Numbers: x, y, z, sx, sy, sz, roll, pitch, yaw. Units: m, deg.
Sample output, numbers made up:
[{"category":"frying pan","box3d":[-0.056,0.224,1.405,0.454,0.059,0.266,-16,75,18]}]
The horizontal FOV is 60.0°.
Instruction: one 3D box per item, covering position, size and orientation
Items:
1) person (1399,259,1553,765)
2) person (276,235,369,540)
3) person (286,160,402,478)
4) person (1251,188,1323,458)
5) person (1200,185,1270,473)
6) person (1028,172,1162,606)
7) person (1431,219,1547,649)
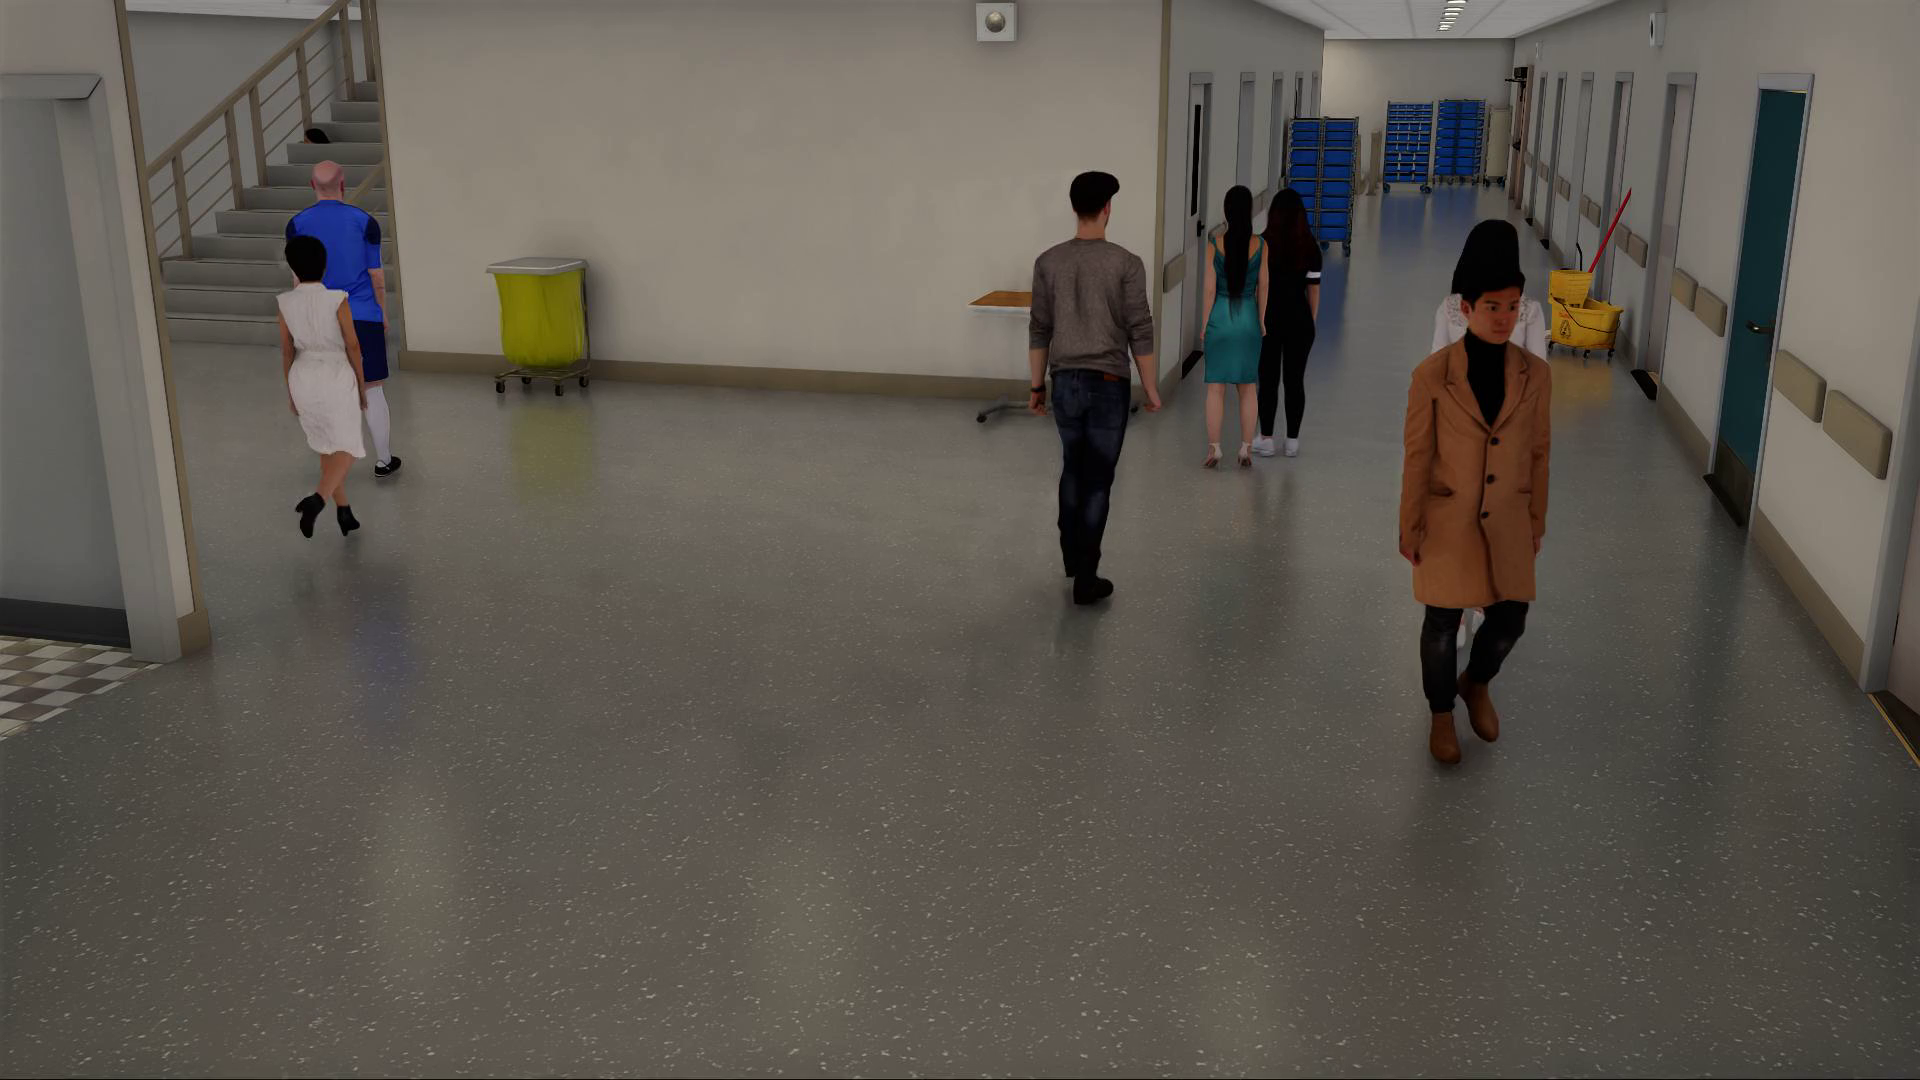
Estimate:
[{"category":"person","box3d":[1.728,-0.110,5.676,0.707,1.719,0.777,2,16,5]},{"category":"person","box3d":[-3.162,-0.706,8.219,0.659,1.529,0.947,1,16,3]},{"category":"person","box3d":[-3.578,-1.275,9.660,0.758,1.842,0.751,-4,16,-13]},{"category":"person","box3d":[1.987,-1.337,10.263,0.669,1.635,0.672,0,16,-1]},{"category":"person","box3d":[1.618,-1.247,9.850,0.602,1.686,0.589,-1,16,-3]},{"category":"person","box3d":[0.535,-0.634,7.314,0.788,1.882,0.830,9,18,28]},{"category":"person","box3d":[2.123,-0.418,6.795,0.610,1.747,0.652,4,16,15]}]
